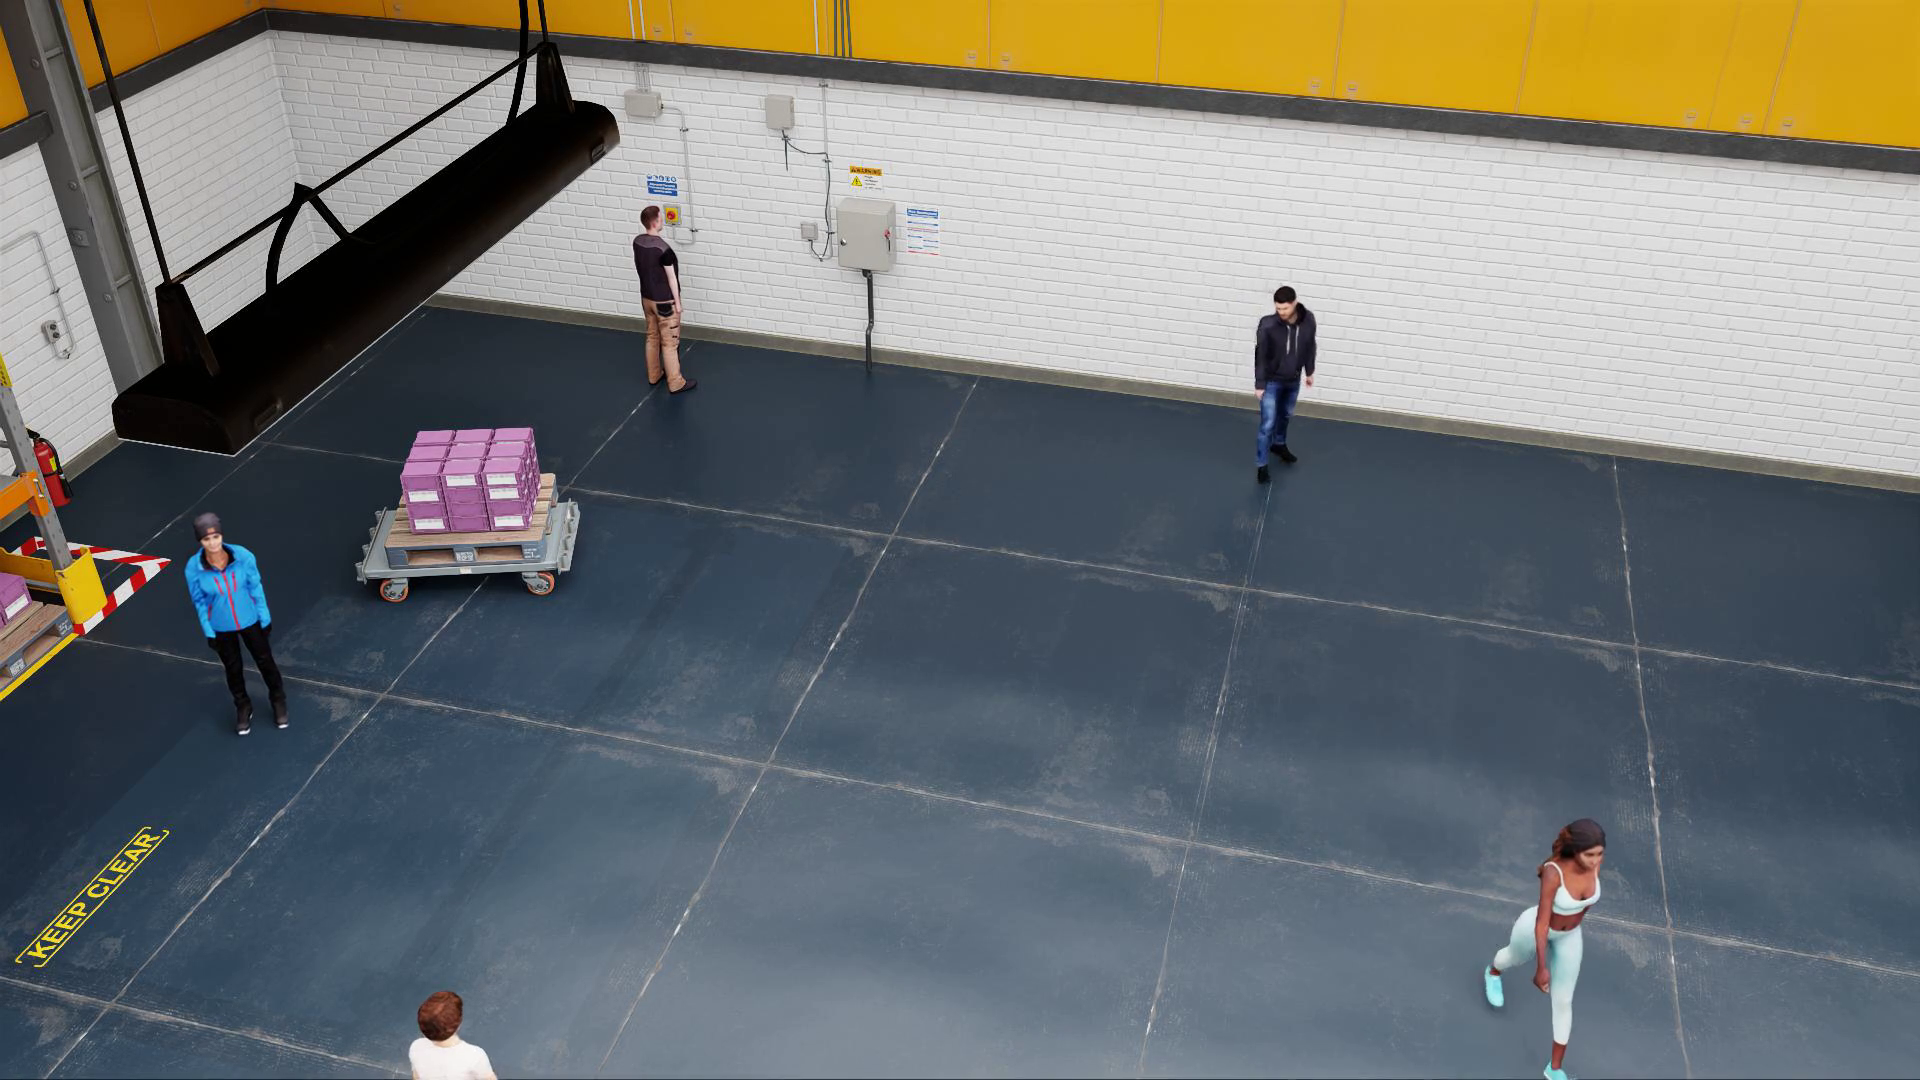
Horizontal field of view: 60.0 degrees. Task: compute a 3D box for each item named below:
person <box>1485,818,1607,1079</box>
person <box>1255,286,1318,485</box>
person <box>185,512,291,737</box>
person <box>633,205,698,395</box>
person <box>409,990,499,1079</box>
[{"bbox_3d":[3.205,2.153,9.205,0.908,1.674,1.245,-6,34,-9],"label":"person"},{"bbox_3d":[2.765,-1.430,14.452,0.945,1.831,1.031,-14,36,-20],"label":"person"},{"bbox_3d":[-4.998,0.573,11.471,0.706,1.795,0.740,-12,35,-17],"label":"person"},{"bbox_3d":[-2.851,-2.294,15.742,0.770,1.841,0.753,26,41,33],"label":"person"},{"bbox_3d":[-2.440,2.850,8.172,0.624,1.655,0.629,3,34,5],"label":"person"}]
